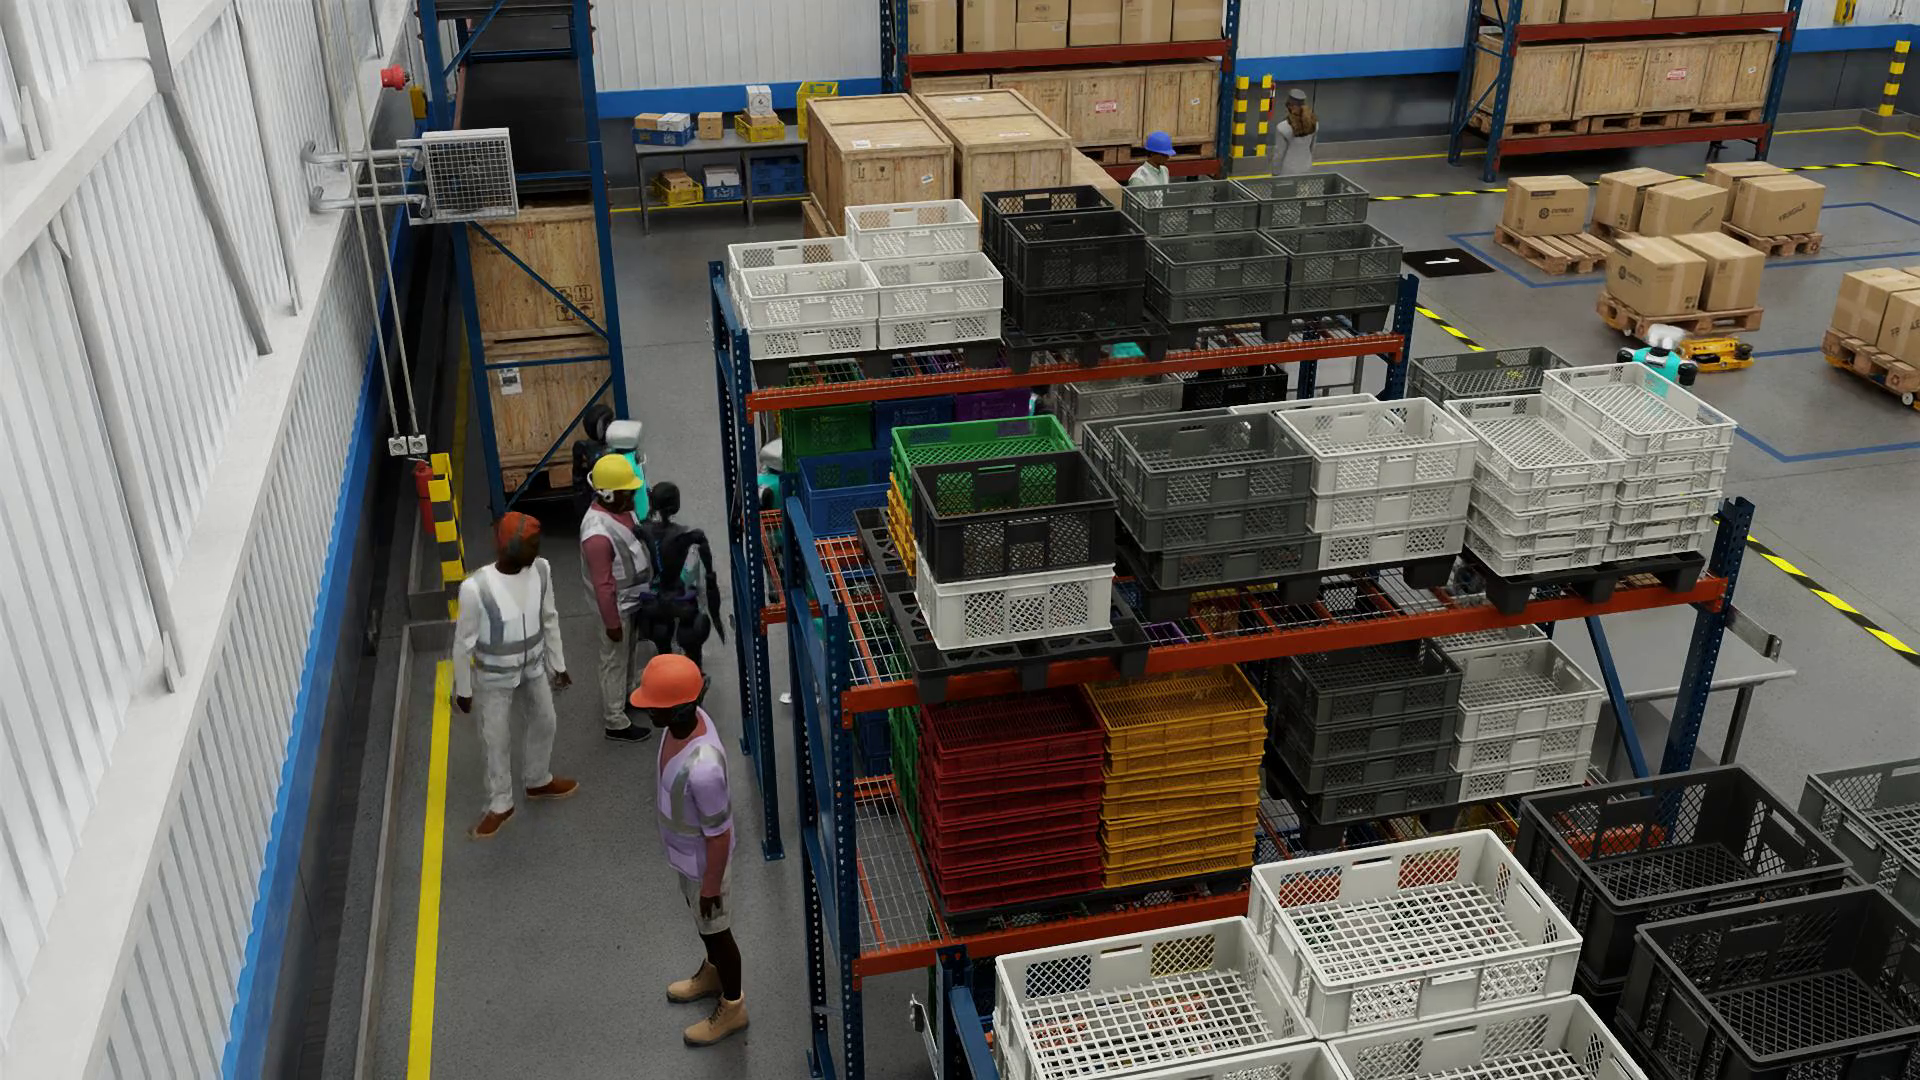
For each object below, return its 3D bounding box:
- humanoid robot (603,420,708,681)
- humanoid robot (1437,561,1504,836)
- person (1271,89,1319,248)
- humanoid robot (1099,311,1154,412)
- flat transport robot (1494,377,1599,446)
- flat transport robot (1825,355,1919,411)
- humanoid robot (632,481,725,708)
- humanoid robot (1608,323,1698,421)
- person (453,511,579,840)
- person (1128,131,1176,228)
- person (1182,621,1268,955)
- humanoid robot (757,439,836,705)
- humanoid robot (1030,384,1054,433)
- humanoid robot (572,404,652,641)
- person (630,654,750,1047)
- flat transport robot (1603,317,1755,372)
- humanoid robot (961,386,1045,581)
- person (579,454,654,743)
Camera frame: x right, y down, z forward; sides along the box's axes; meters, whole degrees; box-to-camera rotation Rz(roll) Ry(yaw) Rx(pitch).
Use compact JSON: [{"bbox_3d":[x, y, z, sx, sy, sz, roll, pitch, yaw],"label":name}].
[{"bbox_3d":[-1.803,0.083,10.320,0.670,1.792,0.535,-5,28,-9],"label":"humanoid robot"},{"bbox_3d":[2.772,0.815,9.005,0.451,1.635,0.599,-13,30,-23],"label":"humanoid robot"},{"bbox_3d":[3.602,-3.982,17.996,0.561,1.764,0.401,-16,32,-27],"label":"person"},{"bbox_3d":[1.187,-0.944,12.330,0.556,1.832,0.905,9,29,16],"label":"humanoid robot"},{"bbox_3d":[4.780,-1.036,14.013,0.659,0.231,1.431,-6,28,-12],"label":"flat transport robot"},{"bbox_3d":[8.477,-1.458,14.783,0.652,0.197,1.431,-6,28,-12],"label":"flat transport robot"},{"bbox_3d":[-1.684,0.438,9.735,0.589,1.648,0.565,5,28,10],"label":"humanoid robot"},{"bbox_3d":[4.887,-0.784,11.821,0.533,1.671,0.735,16,32,28],"label":"humanoid robot"},{"bbox_3d":[-2.451,0.738,8.961,0.338,1.854,0.719,22,35,35],"label":"person"},{"bbox_3d":[1.800,-2.914,15.789,0.412,1.939,0.602,18,33,31],"label":"person"},{"bbox_3d":[1.303,1.199,8.085,0.431,1.844,0.622,24,36,37],"label":"person"},{"bbox_3d":[-0.857,0.255,9.955,0.681,1.771,0.538,9,29,16],"label":"humanoid robot"},{"bbox_3d":[0.566,-0.342,11.196,0.613,1.644,0.436,-12,30,-21],"label":"humanoid robot"},{"bbox_3d":[-2.227,-0.124,10.771,0.609,1.652,0.307,11,30,20],"label":"humanoid robot"},{"bbox_3d":[-1.215,1.397,7.497,0.389,2.040,0.613,-10,29,-19],"label":"person"},{"bbox_3d":[6.783,-1.953,15.722,0.652,0.197,1.431,-6,28,-12],"label":"flat transport robot"},{"bbox_3d":[0.140,-0.343,11.083,0.773,1.750,0.536,23,35,36],"label":"humanoid robot"},{"bbox_3d":[-1.989,0.330,9.759,0.405,1.823,0.586,1,28,2],"label":"person"}]
